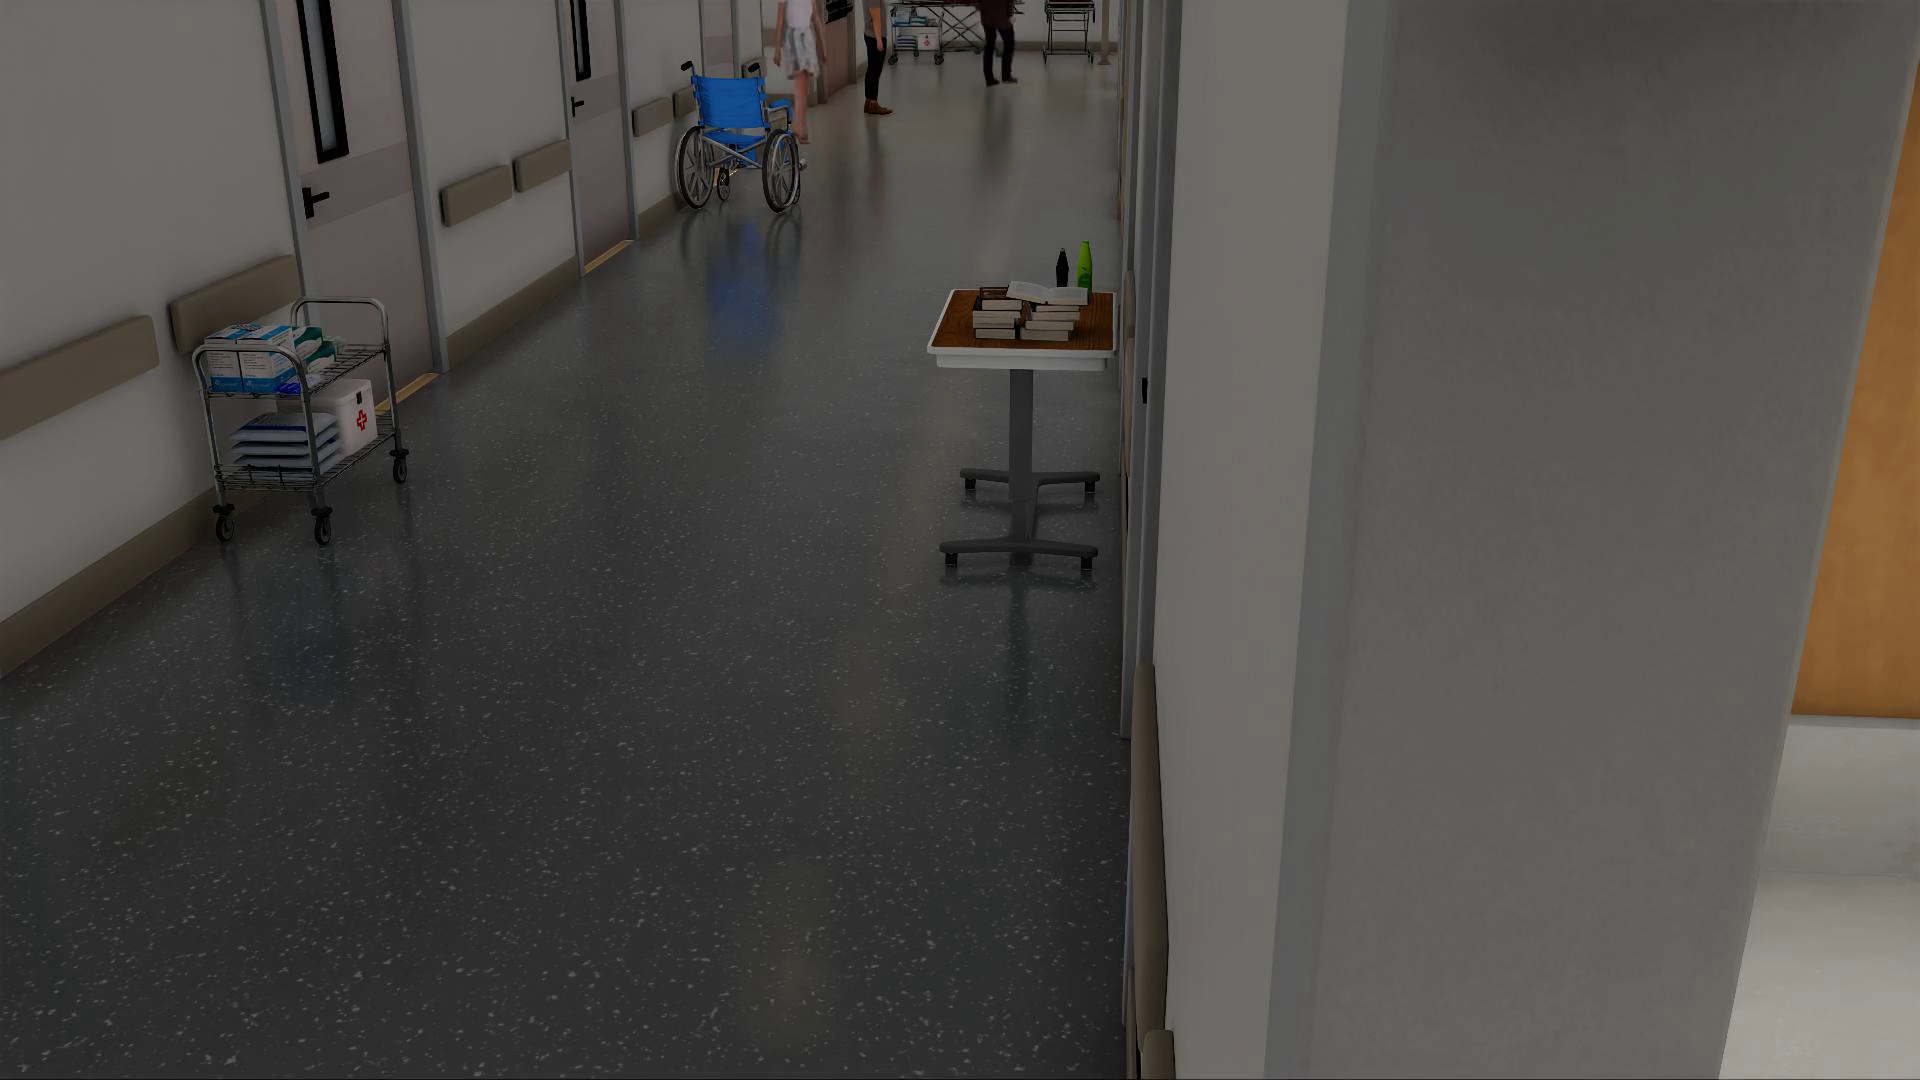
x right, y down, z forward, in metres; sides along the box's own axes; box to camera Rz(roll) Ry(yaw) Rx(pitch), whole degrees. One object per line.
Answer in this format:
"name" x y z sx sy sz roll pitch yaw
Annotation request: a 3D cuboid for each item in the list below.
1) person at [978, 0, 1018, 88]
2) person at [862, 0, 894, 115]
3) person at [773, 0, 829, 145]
"person" 0.437 -6.951 22.057 0.950 1.826 0.983 13 25 32
"person" -0.989 -5.832 19.250 0.725 1.723 0.561 -4 21 -11
"person" -1.664 -4.822 16.530 0.905 1.760 0.964 -17 27 -38
